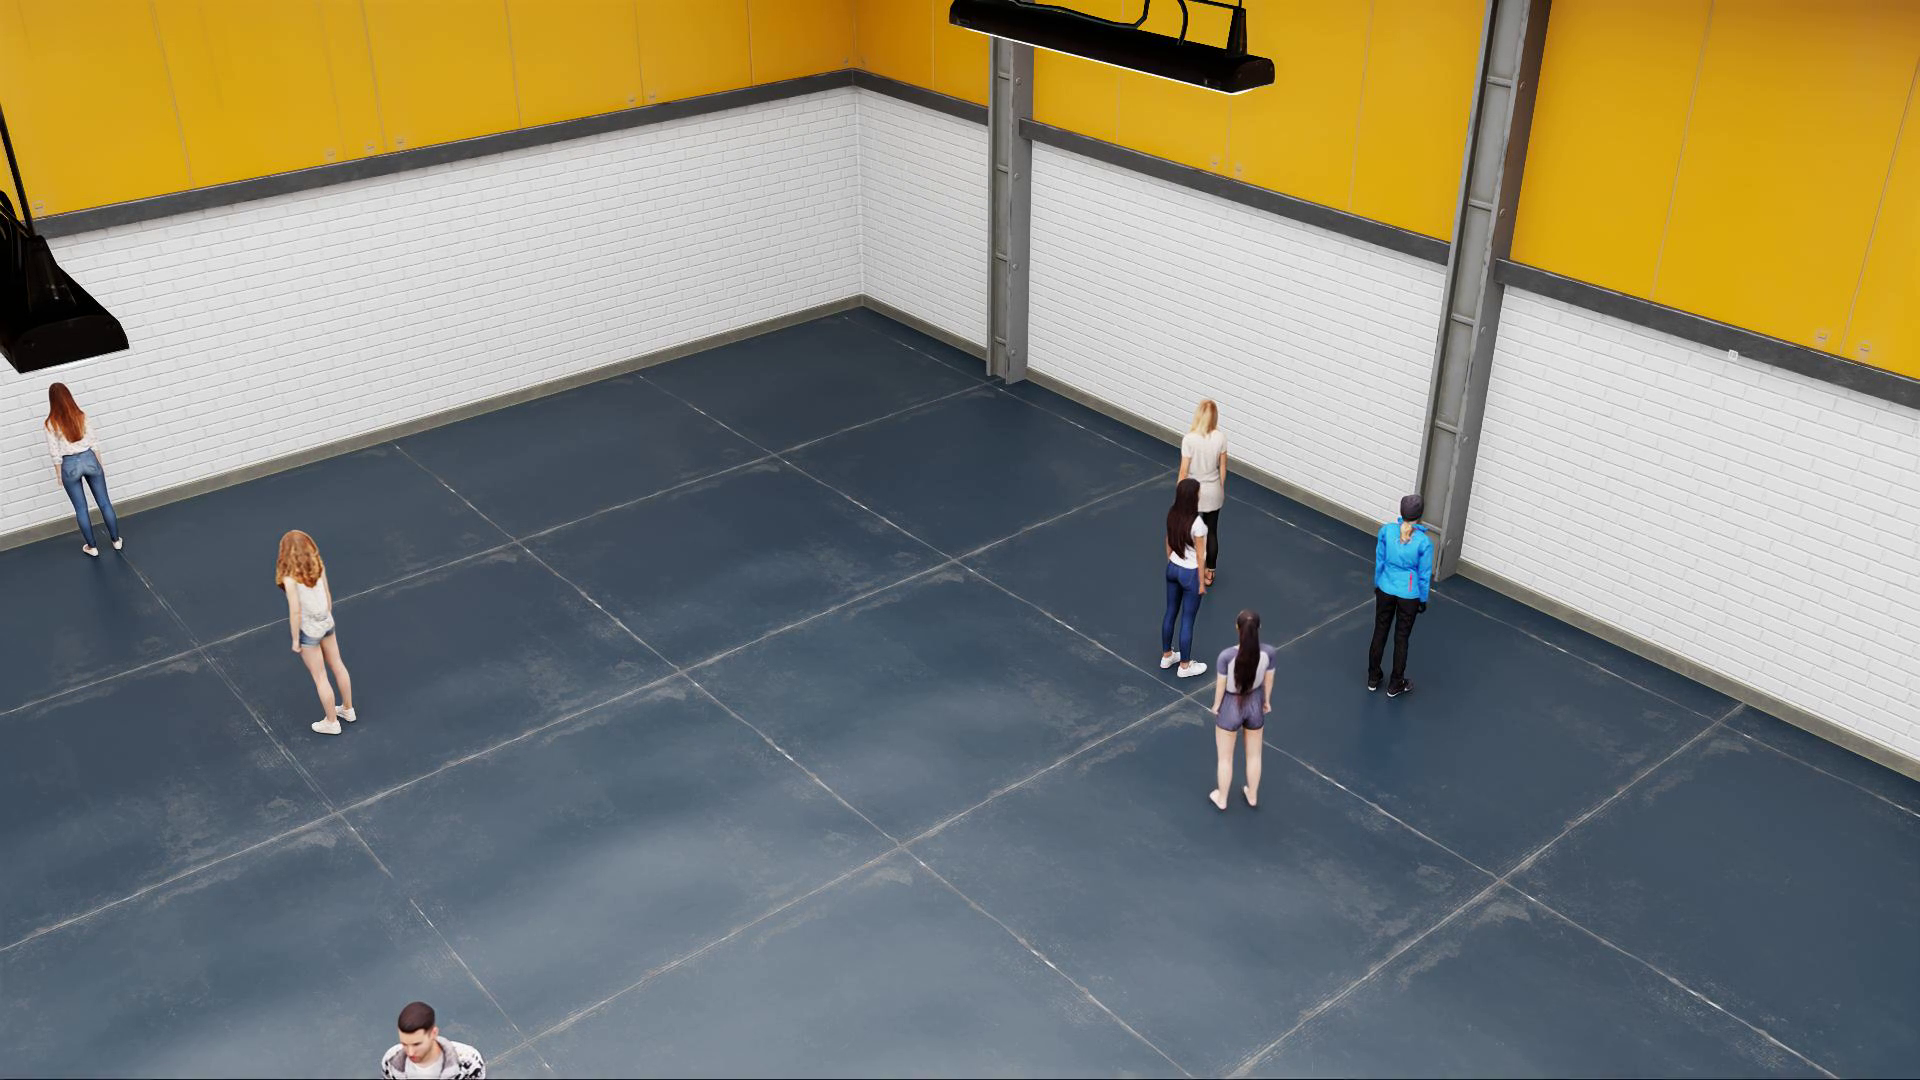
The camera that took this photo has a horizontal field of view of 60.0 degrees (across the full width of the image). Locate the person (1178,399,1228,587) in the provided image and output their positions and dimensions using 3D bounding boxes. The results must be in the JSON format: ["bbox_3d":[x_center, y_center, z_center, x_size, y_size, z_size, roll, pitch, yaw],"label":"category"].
[{"bbox_3d":[2.163,-0.409,14.908,0.687,1.825,0.693,-5,29,-10],"label":"person"}]

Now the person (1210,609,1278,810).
[{"bbox_3d":[2.049,1.235,12.076,0.671,1.650,0.676,-4,29,-8],"label":"person"}]

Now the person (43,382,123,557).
[{"bbox_3d":[-8.189,-0.669,15.486,0.574,1.728,0.502,-21,35,-33],"label":"person"}]

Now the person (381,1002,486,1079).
[{"bbox_3d":[-2.637,3.065,8.502,0.762,1.861,0.797,0,29,0],"label":"person"}]

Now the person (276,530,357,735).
[{"bbox_3d":[-4.993,0.711,12.923,0.652,1.759,0.644,12,31,21],"label":"person"}]

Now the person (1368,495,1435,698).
[{"bbox_3d":[3.530,0.438,13.384,0.523,1.797,0.718,21,35,33],"label":"person"}]

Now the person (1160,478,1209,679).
[{"bbox_3d":[1.835,0.302,13.657,0.672,1.774,0.496,-17,33,-28],"label":"person"}]
